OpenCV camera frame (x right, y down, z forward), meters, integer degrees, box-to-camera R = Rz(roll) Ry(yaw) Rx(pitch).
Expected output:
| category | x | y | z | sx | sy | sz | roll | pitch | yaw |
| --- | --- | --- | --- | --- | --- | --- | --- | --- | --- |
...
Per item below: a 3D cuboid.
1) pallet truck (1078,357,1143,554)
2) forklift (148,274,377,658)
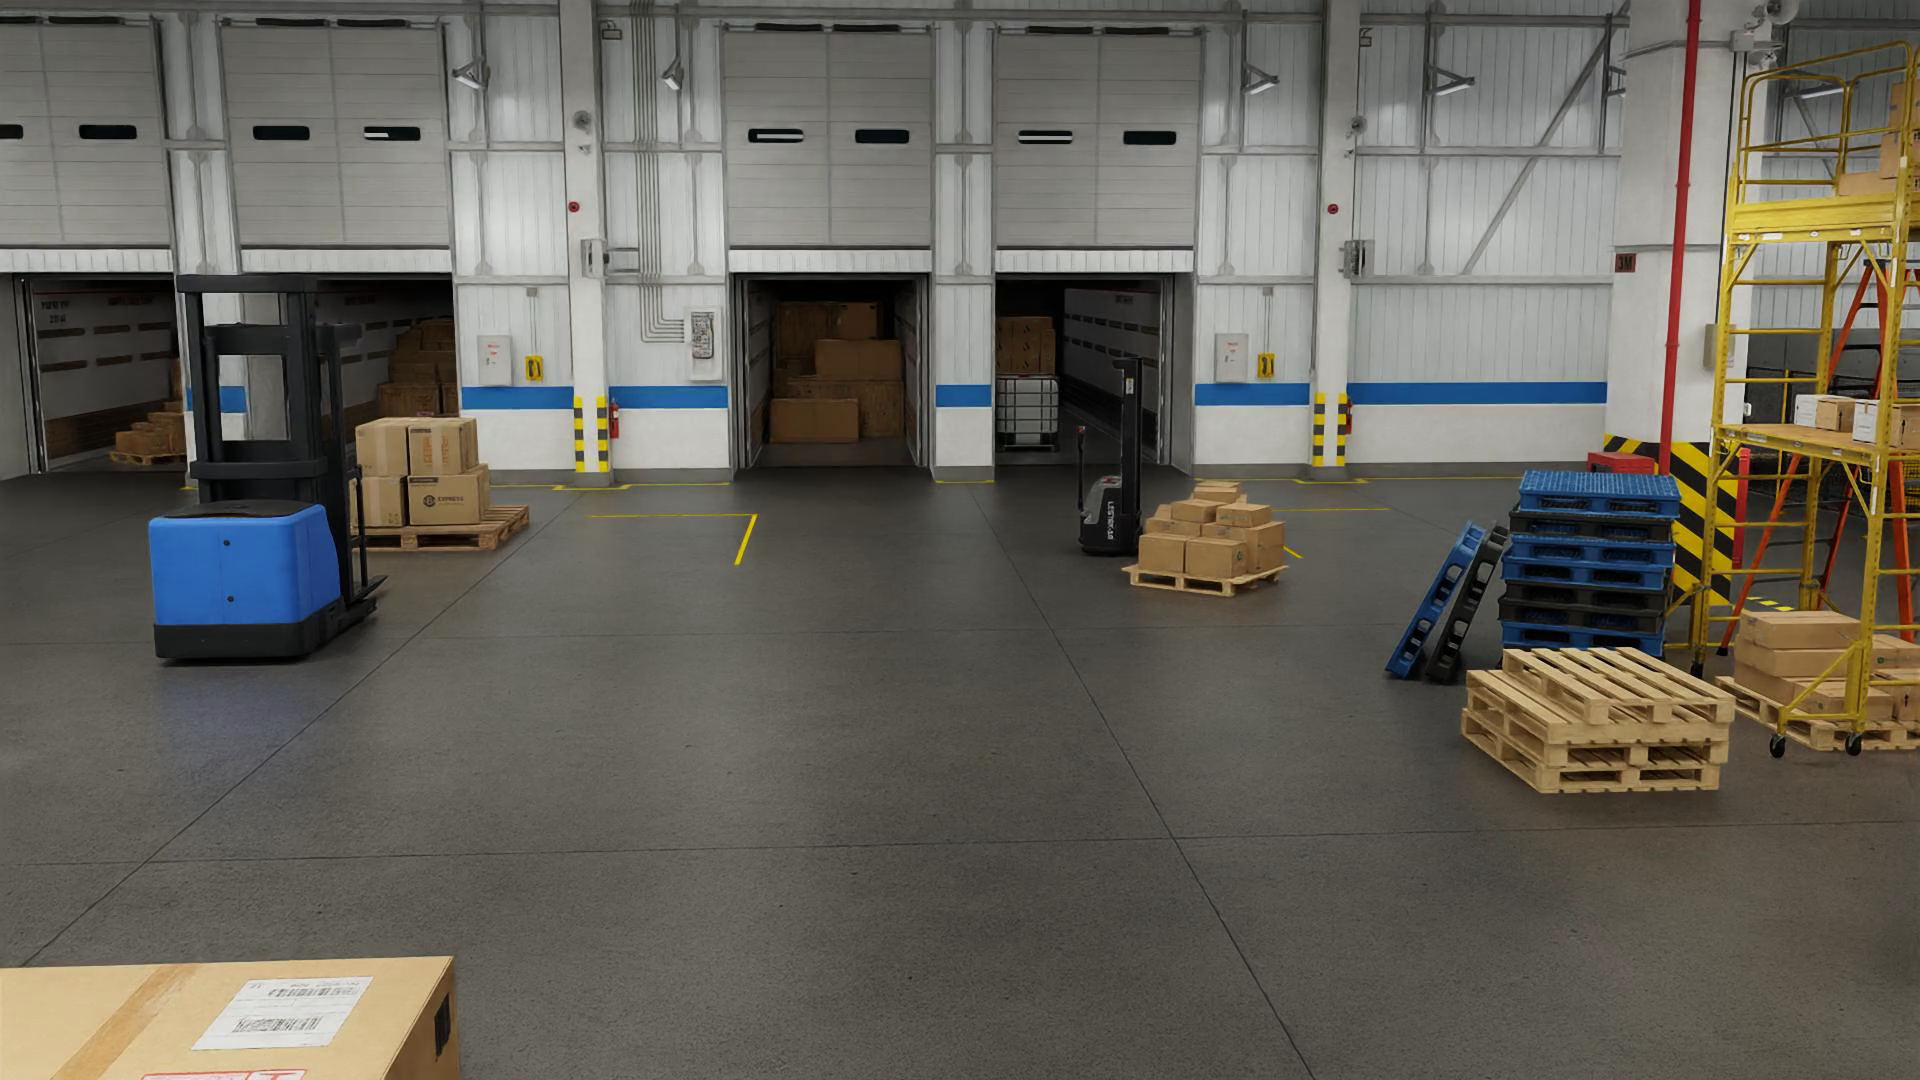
| category | x | y | z | sx | sy | sz | roll | pitch | yaw |
| --- | --- | --- | --- | --- | --- | --- | --- | --- | --- |
| pallet truck | 2.088 | -0.836 | 16.757 | 1.885 | 1.965 | 0.823 | 2 | 9 | 13 |
| forklift | -5.348 | -0.627 | 12.681 | 1.129 | 2.768 | 1.873 | -1 | 9 | -4 |
